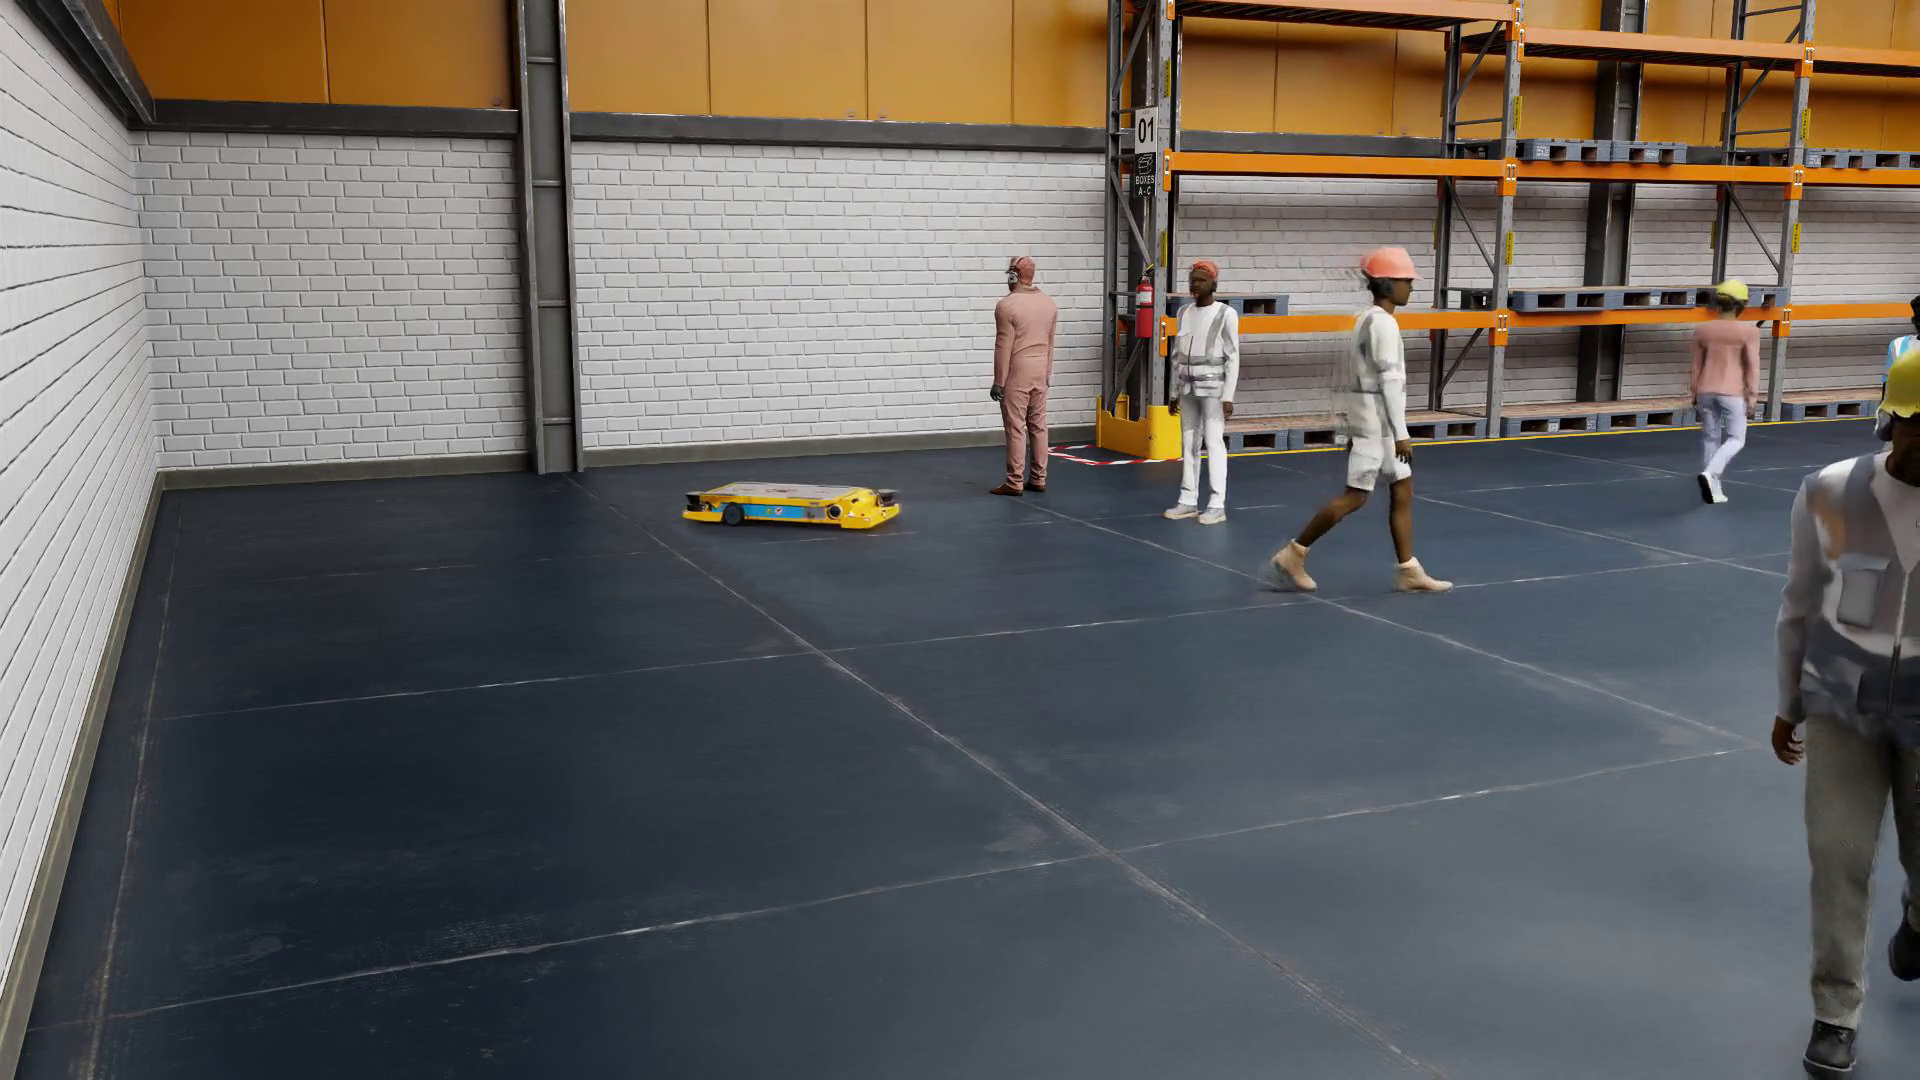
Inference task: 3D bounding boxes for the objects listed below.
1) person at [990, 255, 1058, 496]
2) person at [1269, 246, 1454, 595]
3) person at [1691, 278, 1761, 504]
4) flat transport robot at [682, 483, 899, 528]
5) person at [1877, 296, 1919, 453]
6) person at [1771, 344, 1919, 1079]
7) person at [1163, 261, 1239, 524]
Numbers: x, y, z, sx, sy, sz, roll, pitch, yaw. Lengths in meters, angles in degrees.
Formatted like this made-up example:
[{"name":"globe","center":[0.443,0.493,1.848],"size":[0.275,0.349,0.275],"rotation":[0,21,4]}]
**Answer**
[{"name":"person","center":[0.482,-1.307,13.304],"size":[0.410,1.913,0.642],"rotation":[10,14,44]},{"name":"person","center":[2.304,-0.664,9.489],"size":[1.011,2.012,0.604],"rotation":[2,10,11]},{"name":"person","center":[5.788,-1.113,12.673],"size":[0.571,1.749,0.532],"rotation":[-8,13,-38]},{"name":"flat transport robot","center":[-1.221,-0.262,12.047],"size":[1.431,0.197,0.652],"rotation":[3,11,16]},{"name":"person","center":[6.329,-0.781,10.982],"size":[0.319,1.692,0.533],"rotation":[-8,13,-37]},{"name":"person","center":[2.357,0.392,4.153],"size":[0.593,1.804,0.710],"rotation":[7,12,33]},{"name":"person","center":[1.737,-1.058,12.002],"size":[0.372,1.880,0.612],"rotation":[-9,13,-40]}]
